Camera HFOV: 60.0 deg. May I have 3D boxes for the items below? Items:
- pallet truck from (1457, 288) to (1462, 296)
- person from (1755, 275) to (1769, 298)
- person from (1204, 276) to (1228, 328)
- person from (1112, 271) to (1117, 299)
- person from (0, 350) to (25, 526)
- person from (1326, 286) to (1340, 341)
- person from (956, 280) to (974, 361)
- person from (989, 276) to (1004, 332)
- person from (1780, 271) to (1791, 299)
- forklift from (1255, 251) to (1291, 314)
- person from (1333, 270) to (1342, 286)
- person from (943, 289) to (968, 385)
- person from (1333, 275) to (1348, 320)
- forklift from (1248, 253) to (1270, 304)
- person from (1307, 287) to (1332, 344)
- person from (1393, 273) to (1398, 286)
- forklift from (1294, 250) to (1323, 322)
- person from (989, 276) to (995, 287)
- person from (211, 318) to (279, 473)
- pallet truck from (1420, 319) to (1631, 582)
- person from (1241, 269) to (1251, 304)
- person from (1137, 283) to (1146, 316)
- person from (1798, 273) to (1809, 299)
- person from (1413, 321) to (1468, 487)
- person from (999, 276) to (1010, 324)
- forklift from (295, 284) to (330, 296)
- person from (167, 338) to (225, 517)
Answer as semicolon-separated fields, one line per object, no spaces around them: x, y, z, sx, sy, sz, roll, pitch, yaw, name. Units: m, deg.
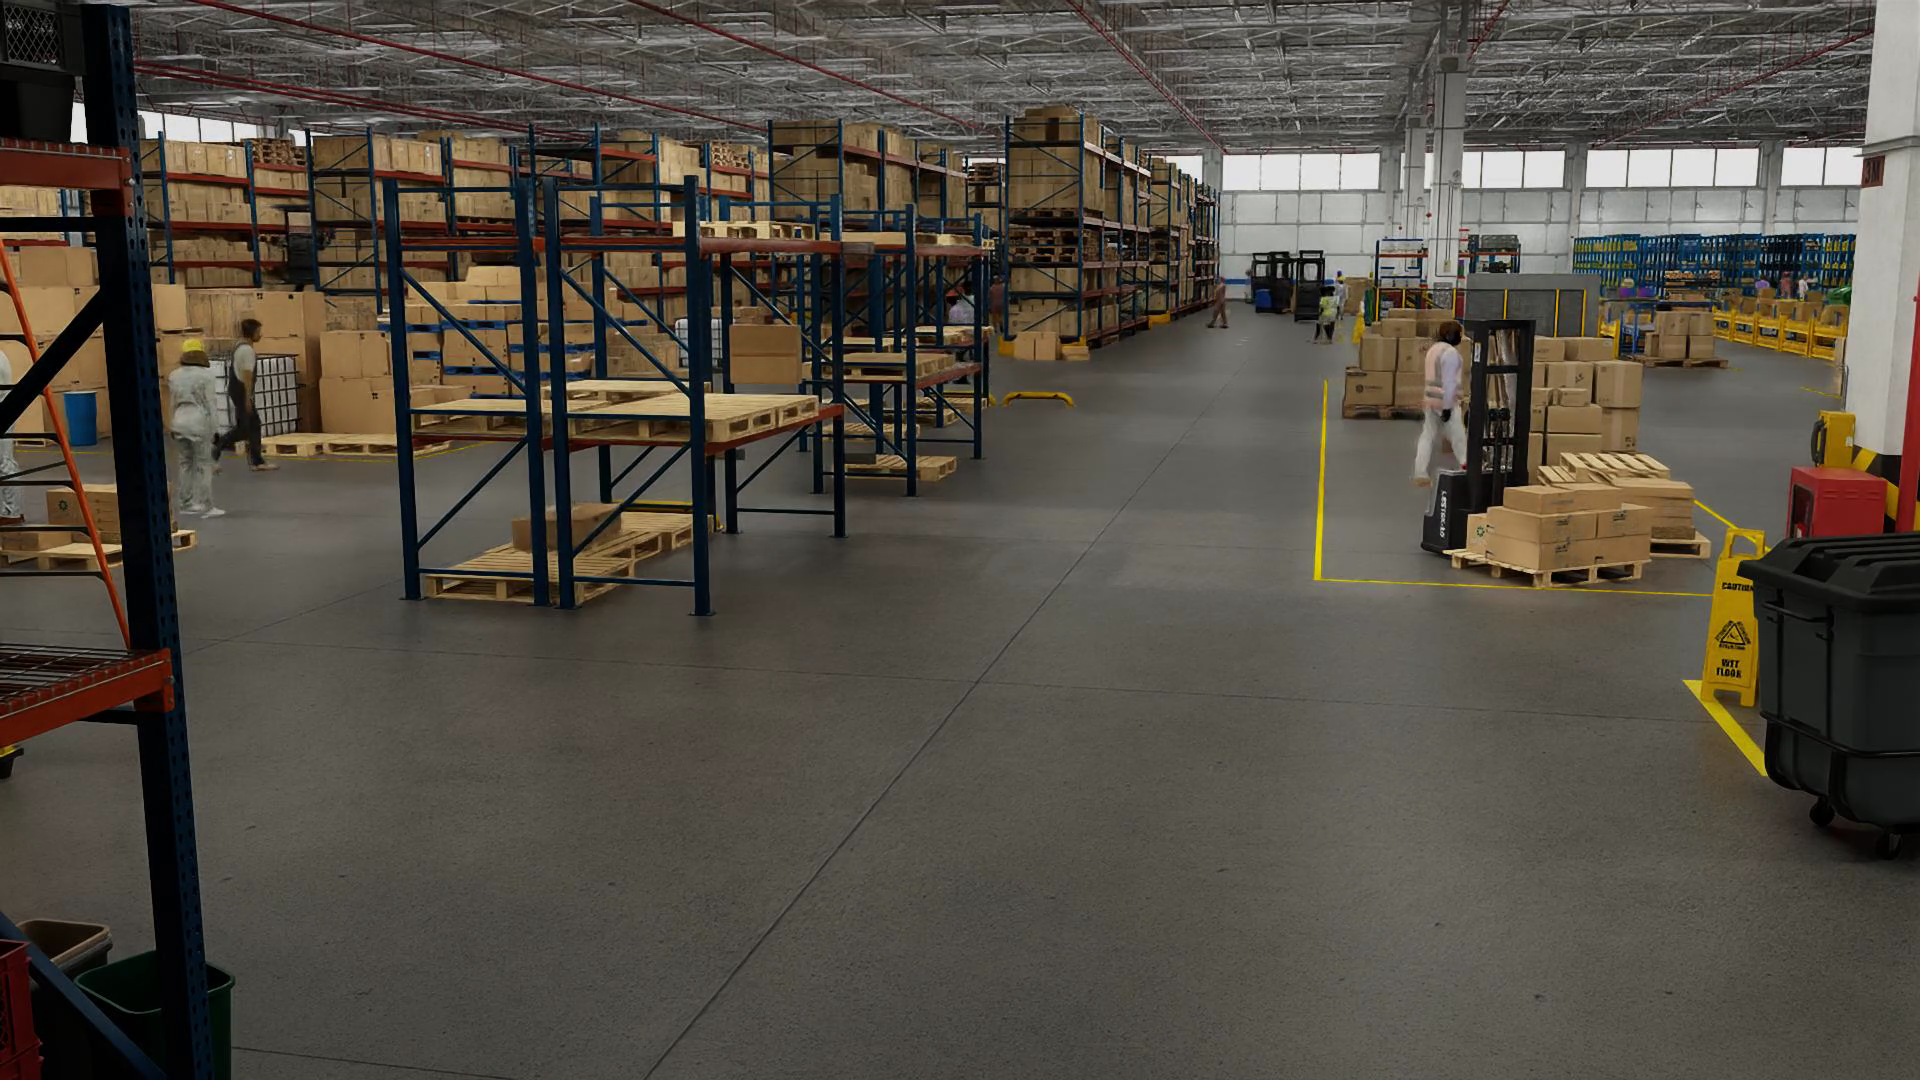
20.506;-9.785;68.819;0.653;1.274;1.630;2;10;12;pallet truck
34.926;-10.650;72.448;0.582;1.807;0.869;7;12;35;person
9.205;-8.522;59.645;0.918;1.865;0.680;2;10;10;person
8.387;-13.521;89.322;0.675;1.851;1.006;0;10;1;person
-8.924;-1.075;15.403;0.367;1.932;0.623;-5;11;-28;person
11.339;-6.940;50.856;0.539;1.679;0.660;3;10;17;person
0.176;-5.297;40.270;0.613;1.965;0.361;-4;10;-20;person
1.261;-7.999;56.492;0.675;1.889;0.428;0;10;-2;person
36.295;-10.857;73.277;0.642;1.932;1.037;-2;10;-13;person
14.280;-11.544;74.564;1.129;2.768;1.873;-7;12;-34;forklift
18.208;-11.994;80.042;0.611;1.935;0.414;-7;12;-36;person
-0.221;-4.022;32.894;0.841;1.901;0.552;1;10;5;person
15.491;-9.848;67.661;0.623;1.814;0.428;1;10;5;person
16.454;-14.326;91.036;1.129;2.768;1.873;0;10;3;forklift
10.476;-6.519;48.388;0.793;1.657;0.551;1;10;6;person
23.093;-13.293;88.319;0.485;1.734;0.348;-6;11;-32;person
13.778;-10.002;65.433;1.129;2.768;1.873;2;10;12;forklift
1.716;-14.390;94.312;0.550;1.915;0.737;-9;13;-44;person
-8.384;-1.655;19.219;0.797;1.811;0.529;-6;11;-30;person
4.543;-0.757;13.299;0.823;1.965;1.885;-4;10;-22;pallet truck
15.992;-14.146;92.831;0.771;1.907;0.585;1;10;5;person
6.559;-8.468;60.068;0.361;1.617;0.530;1;10;4;person
35.378;-10.240;69.750;0.401;1.904;0.649;5;11;29;person
5.358;-1.460;18.010;0.913;1.804;0.658;-1;10;-8;person
1.665;-9.193;63.771;0.512;1.815;0.712;-3;10;-16;person
-19.533;-7.423;50.161;1.129;2.768;1.873;0;10;-3;forklift
-7.376;-1.084;16.029;0.536;1.727;0.373;2;10;10;person
